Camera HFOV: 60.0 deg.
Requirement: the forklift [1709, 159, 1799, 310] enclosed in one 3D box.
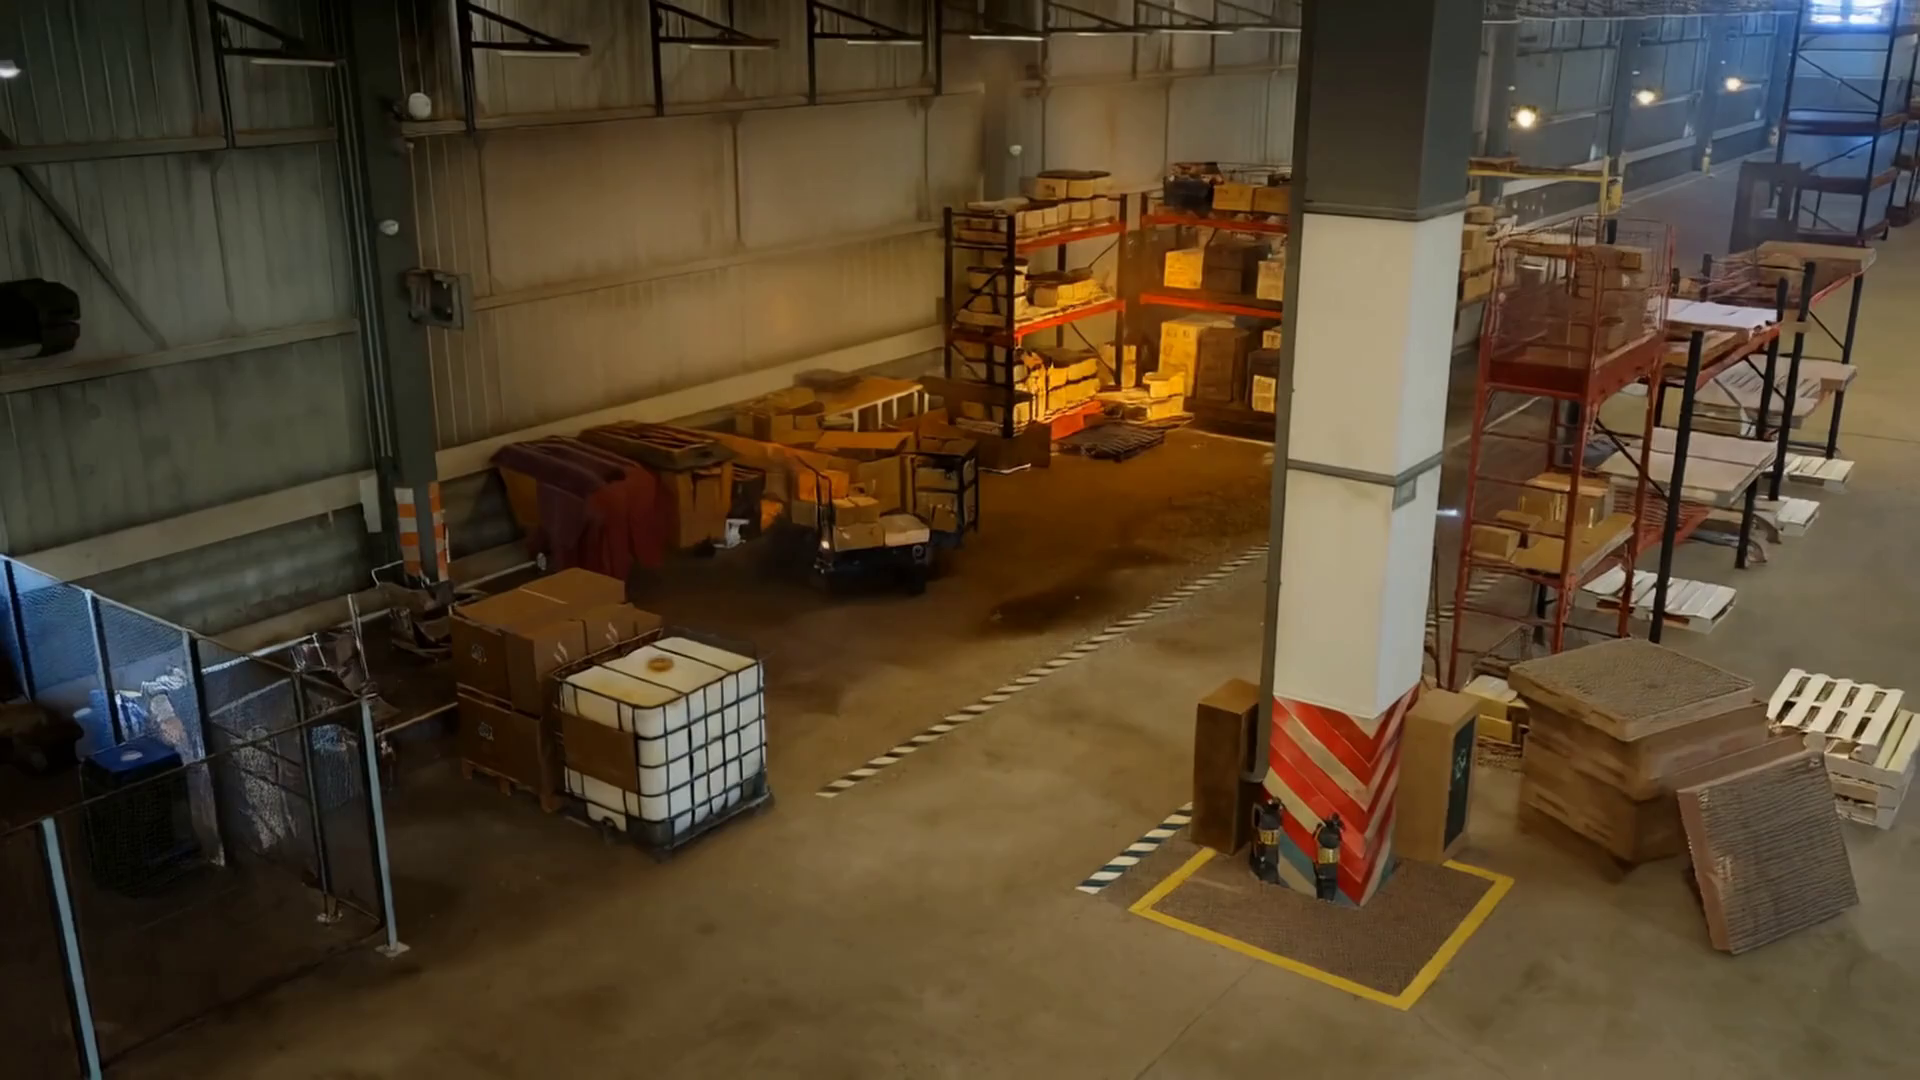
[{"bbox_3d":[14.776,-5.601,30.763,1.129,2.768,1.873,13,22,34],"label":"forklift"}]
